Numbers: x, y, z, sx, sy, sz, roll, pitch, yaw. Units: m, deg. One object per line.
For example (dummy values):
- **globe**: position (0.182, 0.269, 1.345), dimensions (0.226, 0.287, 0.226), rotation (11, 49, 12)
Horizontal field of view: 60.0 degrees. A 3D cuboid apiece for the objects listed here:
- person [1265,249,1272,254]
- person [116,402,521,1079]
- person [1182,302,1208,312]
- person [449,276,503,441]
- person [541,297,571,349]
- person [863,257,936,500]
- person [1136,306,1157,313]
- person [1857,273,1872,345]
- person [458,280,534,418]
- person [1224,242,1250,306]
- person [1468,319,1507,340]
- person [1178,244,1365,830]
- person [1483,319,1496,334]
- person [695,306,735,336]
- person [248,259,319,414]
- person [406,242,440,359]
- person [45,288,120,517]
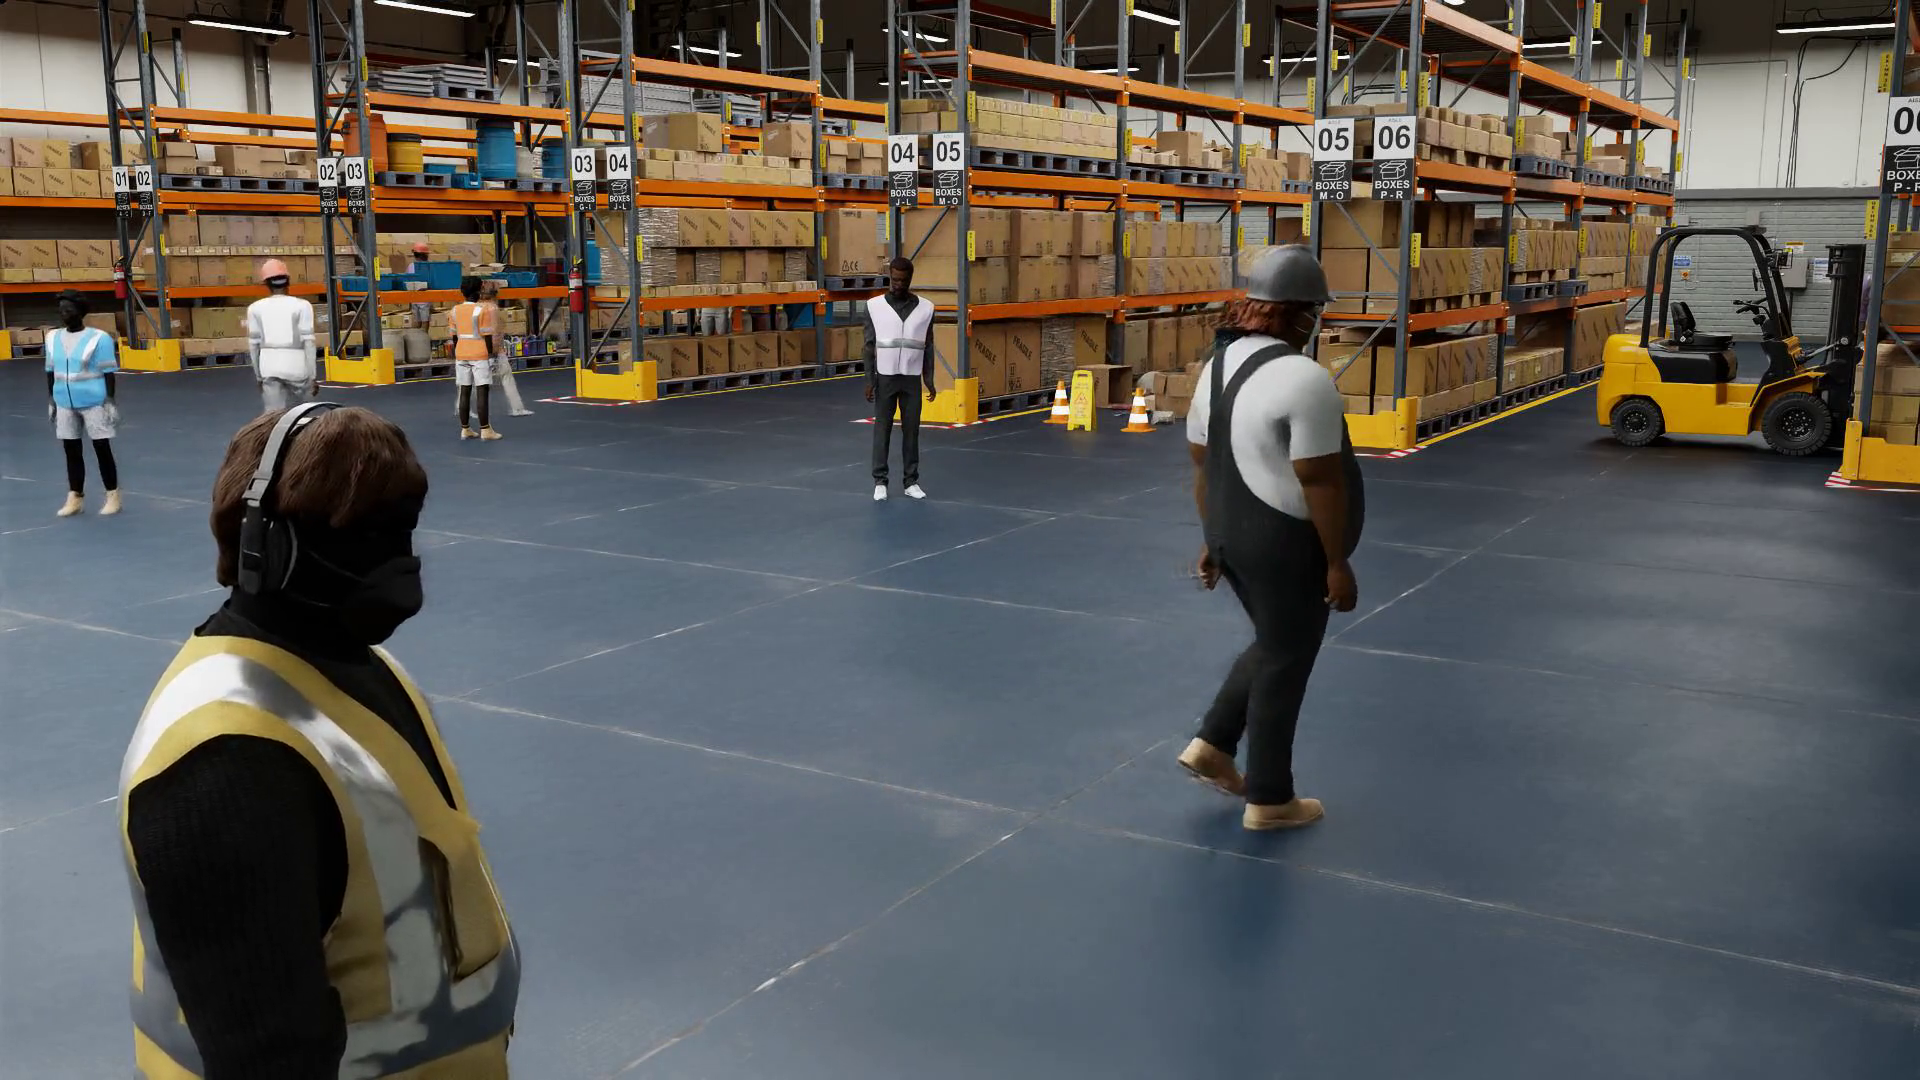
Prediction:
- **person**: position (4.525, -3.245, 24.150), dimensions (0.378, 1.938, 0.547), rotation (-8, 13, -37)
- **person**: position (-0.756, 0.750, 2.057), dimensions (0.430, 1.841, 0.624), rotation (-2, 10, -11)
- **person**: position (4.589, -4.771, 32.660), dimensions (0.613, 1.960, 0.581), rotation (5, 11, 25)
- **person**: position (-4.987, -1.860, 17.085), dimensions (0.532, 1.693, 0.319), rotation (5, 11, 26)
- **person**: position (-7.670, -4.328, 31.179), dimensions (0.510, 1.597, 0.832), rotation (5, 11, 24)
- **person**: position (-0.482, -1.276, 13.196), dimensions (0.588, 1.913, 0.390), rotation (-3, 11, -16)
- **person**: position (3.150, -3.877, 28.006), dimensions (0.492, 1.823, 0.540), rotation (-9, 14, -42)
- **person**: position (12.802, -3.186, 23.885), dimensions (0.585, 1.919, 0.391), rotation (6, 12, 29)
- **person**: position (-5.445, -2.209, 19.297), dimensions (0.852, 1.600, 0.511), rotation (-9, 13, -41)
- **person**: position (5.182, -4.457, 30.669), dimensions (0.639, 2.029, 0.431), rotation (8, 13, 37)
- **person**: position (10.475, -4.674, 33.094), dimensions (0.823, 1.598, 0.528), rotation (8, 13, 38)
- **person**: position (1.122, -0.004, 5.710), dimensions (0.538, 2.000, 0.689), rotation (-3, 11, -16)
- **person**: position (10.037, -4.509, 31.401), dimensions (0.571, 1.900, 0.925), rotation (5, 11, 25)
- **person**: position (-3.721, -3.436, 25.263), dimensions (0.625, 1.933, 0.369), rotation (1, 10, 6)
- **person**: position (-5.699, -1.430, 14.137), dimensions (0.570, 1.881, 0.996), rotation (-1, 10, -6)
- **person**: position (-9.297, -4.127, 28.800), dimensions (0.614, 2.041, 0.393), rotation (9, 13, 40)
- **person**: position (-6.510, -1.013, 12.327), dimensions (0.537, 1.696, 0.318), rotation (1, 10, 3)
